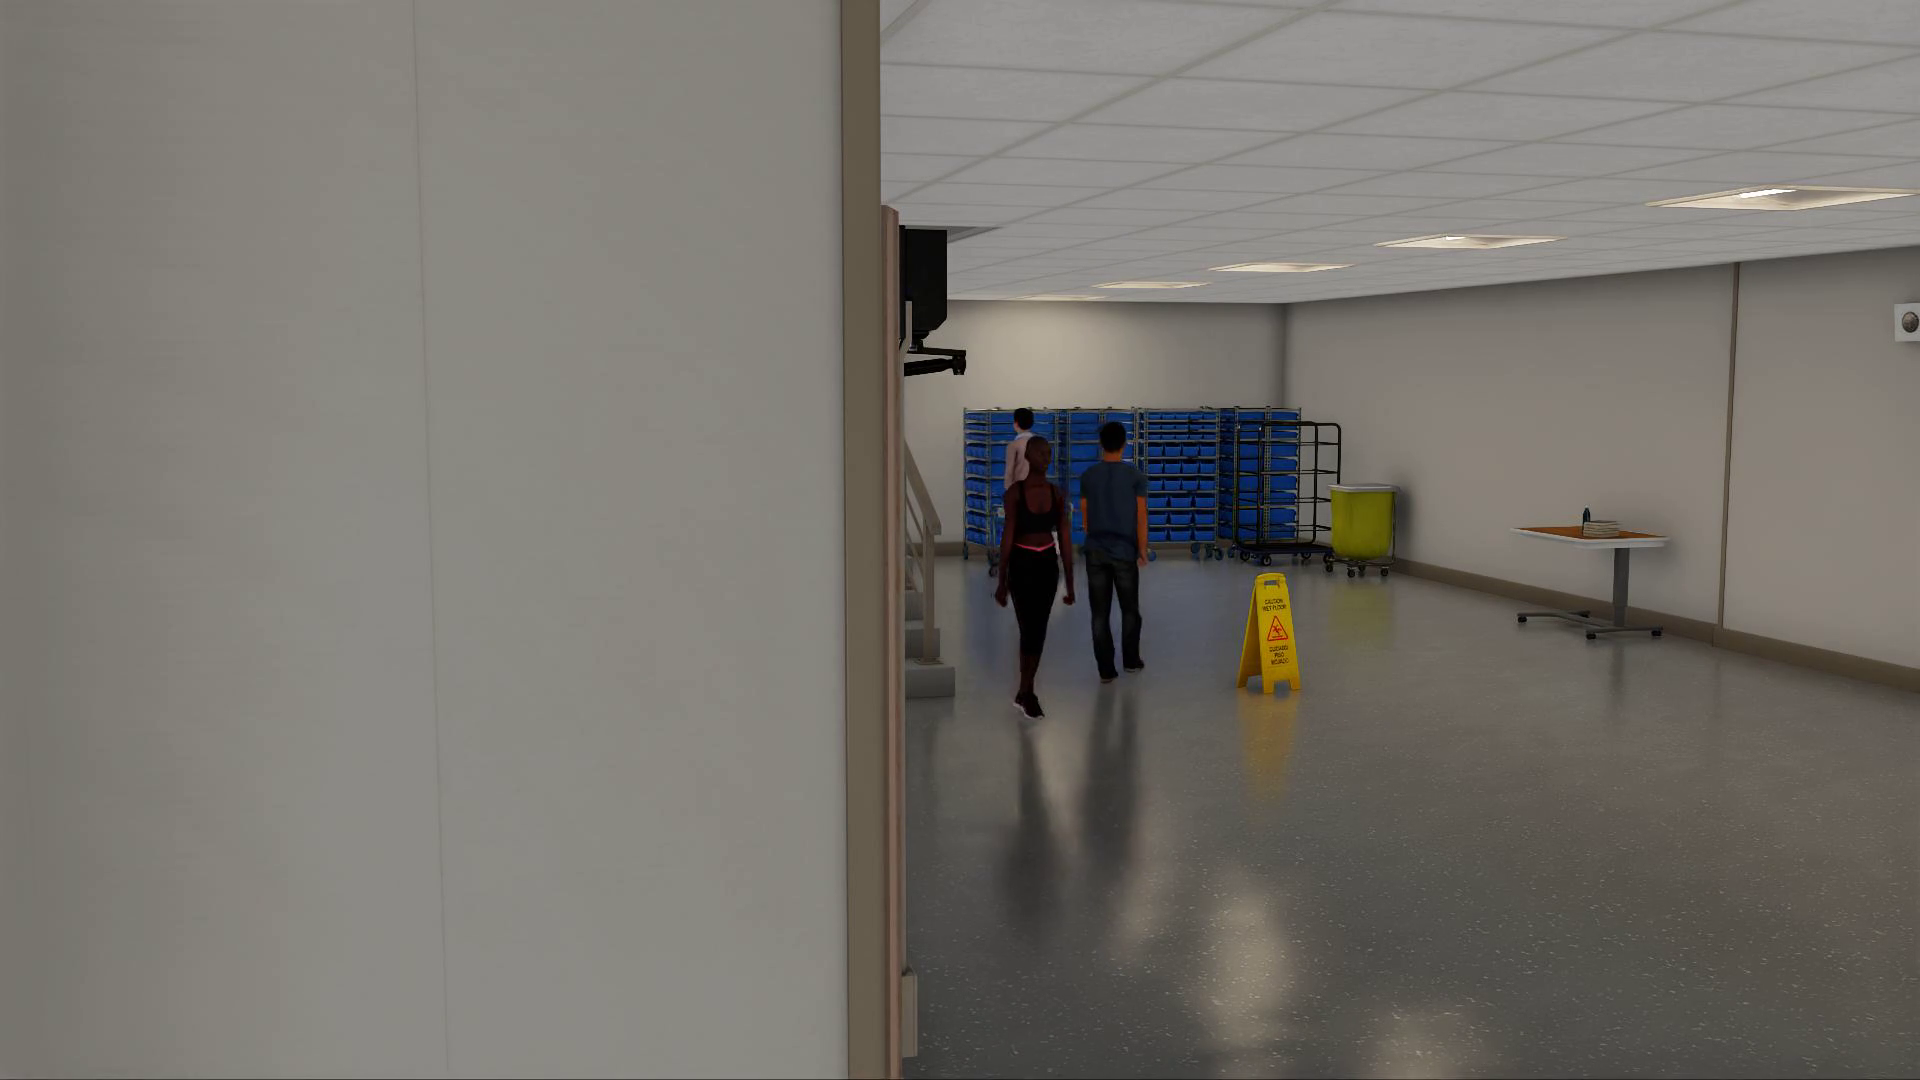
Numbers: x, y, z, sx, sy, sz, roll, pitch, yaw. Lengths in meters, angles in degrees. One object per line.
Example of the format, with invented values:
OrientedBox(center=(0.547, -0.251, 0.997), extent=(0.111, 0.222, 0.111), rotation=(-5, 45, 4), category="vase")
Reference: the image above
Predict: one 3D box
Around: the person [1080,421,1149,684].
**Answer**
OrientedBox(center=(1.022, 0.100, 11.442), extent=(0.883, 1.788, 0.993), rotation=(2, 6, 15), category="person")

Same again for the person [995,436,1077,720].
OrientedBox(center=(0.420, 0.224, 10.417), extent=(0.682, 1.747, 0.779), rotation=(-2, 6, -23), category="person")

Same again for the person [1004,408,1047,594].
OrientedBox(center=(0.638, -0.388, 16.203), extent=(0.678, 1.805, 0.649), rotation=(-4, 7, -32), category="person")
